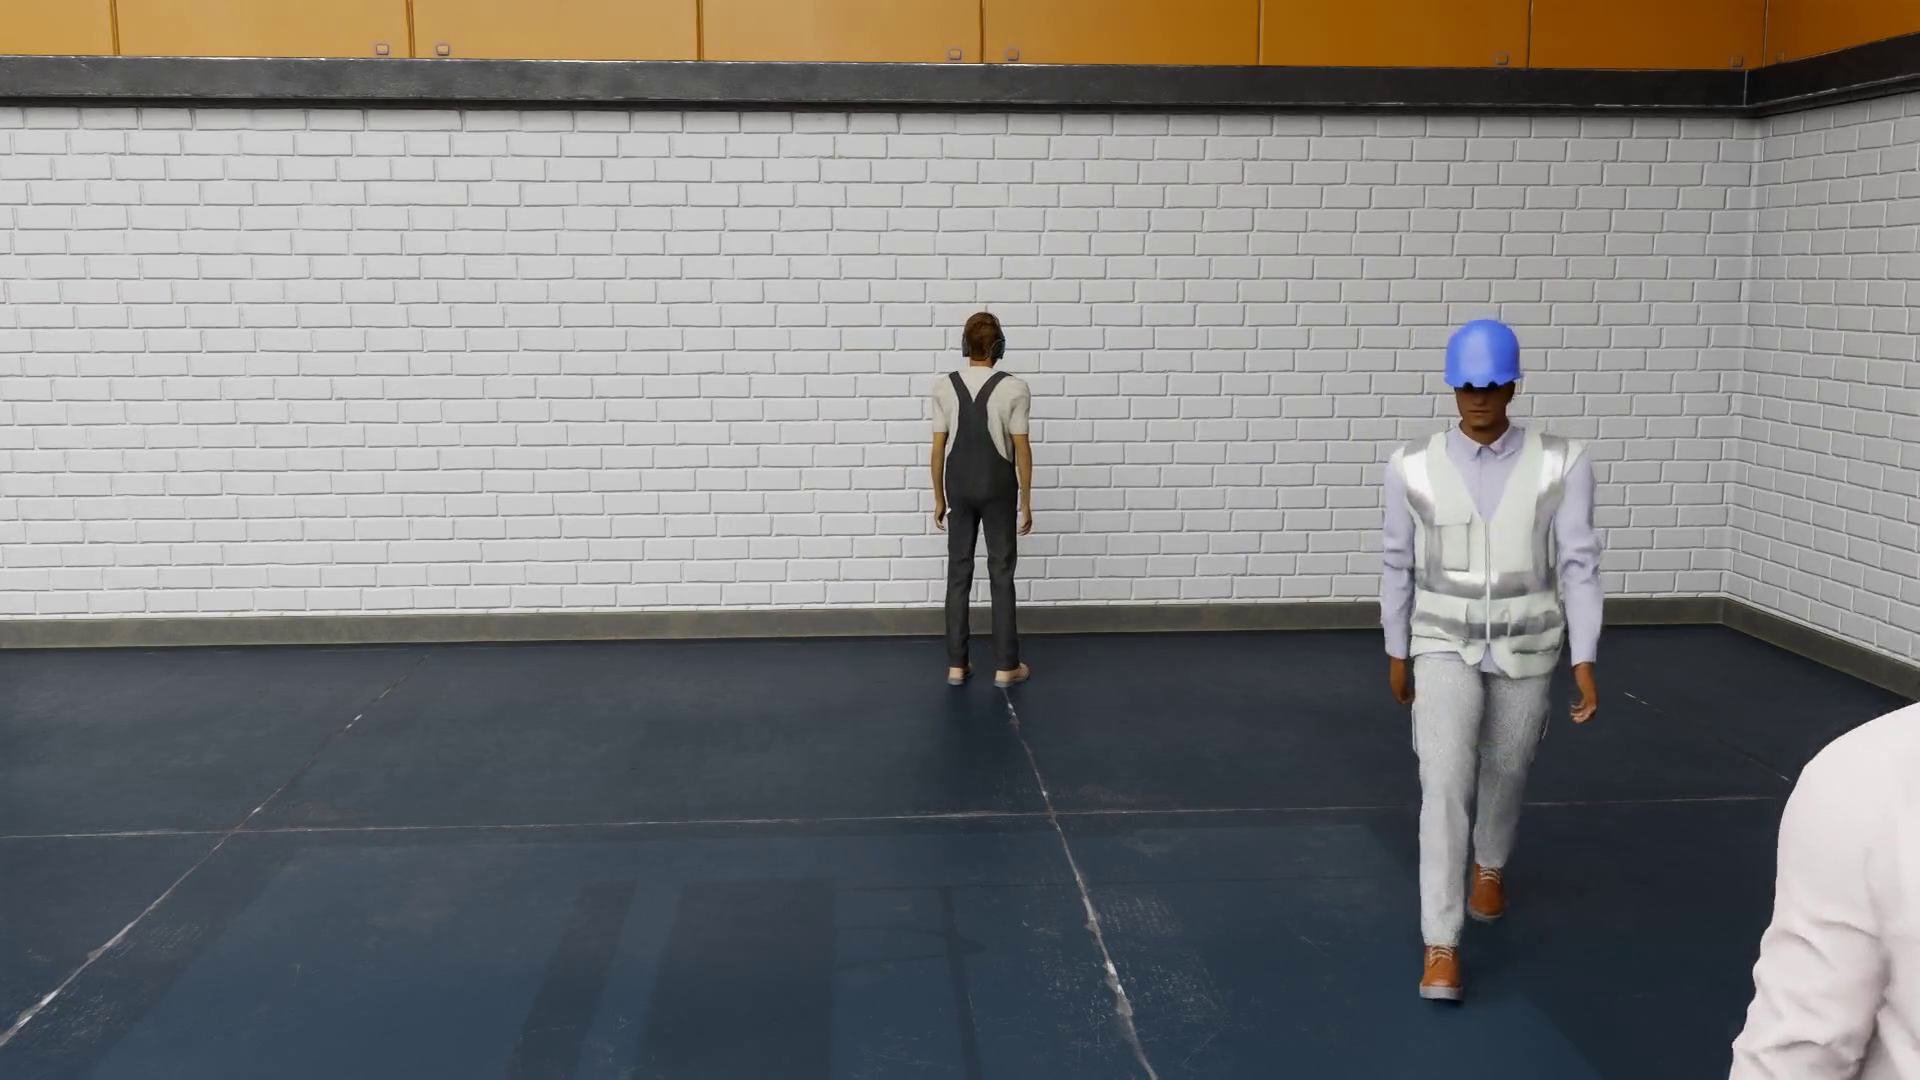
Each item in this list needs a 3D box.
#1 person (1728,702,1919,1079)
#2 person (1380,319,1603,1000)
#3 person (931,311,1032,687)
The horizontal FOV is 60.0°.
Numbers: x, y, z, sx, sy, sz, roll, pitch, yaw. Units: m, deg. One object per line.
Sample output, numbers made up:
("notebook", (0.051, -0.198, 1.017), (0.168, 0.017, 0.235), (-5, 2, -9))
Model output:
("person", (1.182, 0.823, 1.797), (0.668, 1.860, 1.009), (5, 11, 31))
("person", (1.551, 0.303, 4.922), (0.613, 1.907, 0.990), (2, 9, 15))
("person", (0.109, -0.195, 8.195), (0.507, 1.845, 0.339), (3, 9, 17))
